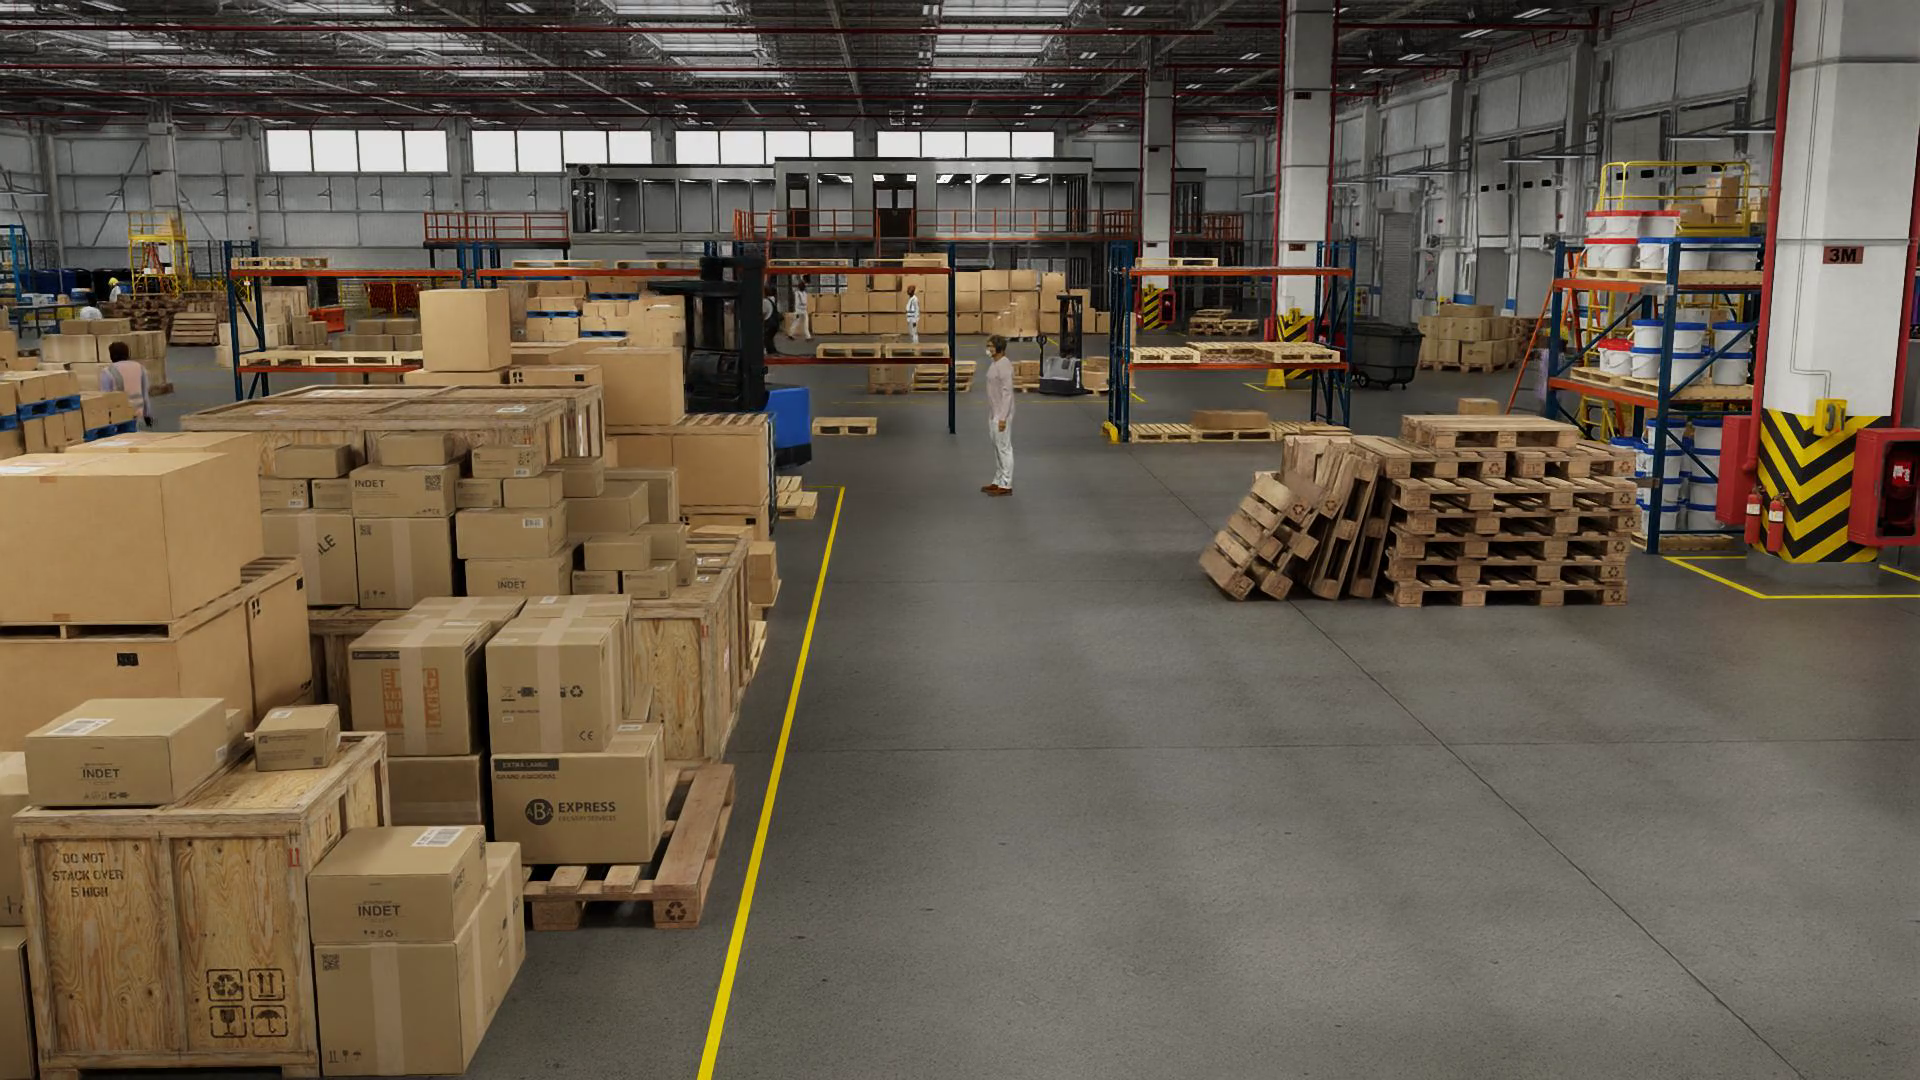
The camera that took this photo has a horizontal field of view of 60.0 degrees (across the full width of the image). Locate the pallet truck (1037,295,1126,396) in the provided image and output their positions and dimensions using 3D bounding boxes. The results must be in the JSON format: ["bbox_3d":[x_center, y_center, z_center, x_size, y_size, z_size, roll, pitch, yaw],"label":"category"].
[{"bbox_3d":[2.483,-3.881,33.060,1.885,1.965,0.823,-7,13,-36],"label":"pallet truck"}]

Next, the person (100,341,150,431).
[{"bbox_3d":[-10.383,-1.573,20.744,0.901,1.812,0.633,4,11,23],"label":"person"}]

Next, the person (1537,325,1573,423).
[{"bbox_3d":[8.132,-1.953,22.614,0.794,1.899,0.641,9,14,41],"label":"person"}]

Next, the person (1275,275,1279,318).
[{"bbox_3d":[10.944,-8.265,57.573,0.837,1.961,0.642,0,10,1],"label":"person"}]

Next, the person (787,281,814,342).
[{"bbox_3d":[-4.884,-6.946,50.590,0.950,1.846,0.580,7,12,34],"label":"person"}]

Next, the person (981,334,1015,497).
[{"bbox_3d":[0.471,-1.488,19.896,0.377,1.940,0.628,-2,10,-9],"label":"person"}]

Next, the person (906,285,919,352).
[{"bbox_3d":[-1.266,-5.835,44.263,0.337,1.882,0.584,-3,11,-17],"label":"person"}]

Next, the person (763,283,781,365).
[{"bbox_3d":[-4.661,-5.301,40.851,0.727,2.000,0.691,7,12,34],"label":"person"}]

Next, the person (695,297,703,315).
[{"bbox_3d":[-7.507,-6.667,48.811,0.542,1.922,0.422,-4,11,-22],"label":"person"}]

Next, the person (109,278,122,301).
[{"bbox_3d":[-28.337,-7.891,55.860,0.403,1.830,0.600,-7,12,-34],"label":"person"}]

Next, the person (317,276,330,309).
[{"bbox_3d":[-25.805,-9.912,67.420,0.506,1.722,0.431,-1,10,-3],"label":"person"}]

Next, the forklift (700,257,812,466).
[{"bbox_3d":[-2.966,-2.334,21.981,1.129,2.768,1.873,8,13,38],"label":"forklift"}]

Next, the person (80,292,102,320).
[{"bbox_3d":[-18.962,-4.483,36.621,0.612,1.918,0.981,7,12,34],"label":"person"}]

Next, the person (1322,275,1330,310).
[{"bbox_3d":[14.708,-9.939,67.295,0.646,1.821,0.450,-3,11,-18],"label":"person"}]

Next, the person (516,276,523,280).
[{"bbox_3d":[-14.427,-7.718,54.643,0.567,1.923,0.670,3,11,17],"label":"person"}]

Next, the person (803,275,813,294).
[{"bbox_3d":[-5.186,-8.030,56.389,0.392,1.922,0.591,4,11,23],"label":"person"}]
